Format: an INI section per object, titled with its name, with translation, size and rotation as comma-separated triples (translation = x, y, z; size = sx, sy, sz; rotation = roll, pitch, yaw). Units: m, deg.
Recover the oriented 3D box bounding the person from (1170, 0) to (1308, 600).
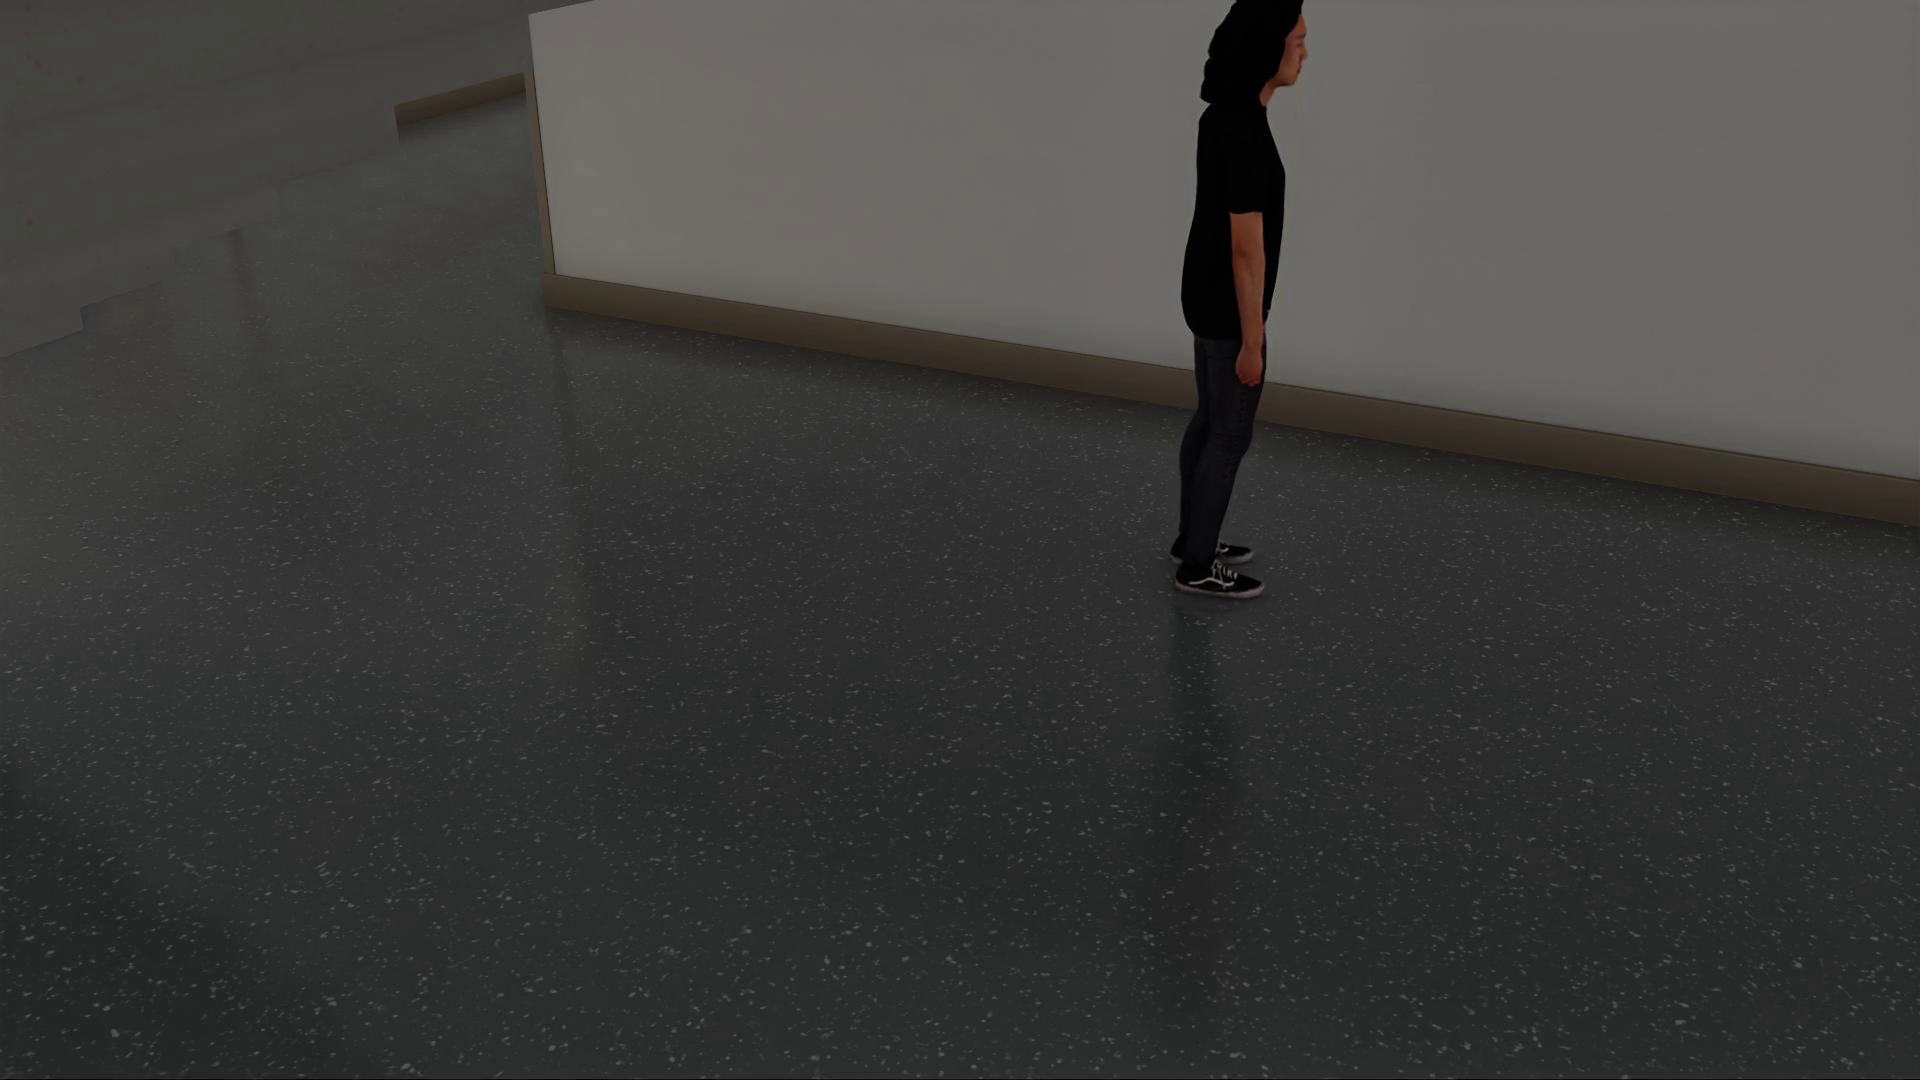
[person]
translation = 0.784, -0.705, 4.928
size = 0.700, 1.826, 0.708
rotation = -1, 26, -3
